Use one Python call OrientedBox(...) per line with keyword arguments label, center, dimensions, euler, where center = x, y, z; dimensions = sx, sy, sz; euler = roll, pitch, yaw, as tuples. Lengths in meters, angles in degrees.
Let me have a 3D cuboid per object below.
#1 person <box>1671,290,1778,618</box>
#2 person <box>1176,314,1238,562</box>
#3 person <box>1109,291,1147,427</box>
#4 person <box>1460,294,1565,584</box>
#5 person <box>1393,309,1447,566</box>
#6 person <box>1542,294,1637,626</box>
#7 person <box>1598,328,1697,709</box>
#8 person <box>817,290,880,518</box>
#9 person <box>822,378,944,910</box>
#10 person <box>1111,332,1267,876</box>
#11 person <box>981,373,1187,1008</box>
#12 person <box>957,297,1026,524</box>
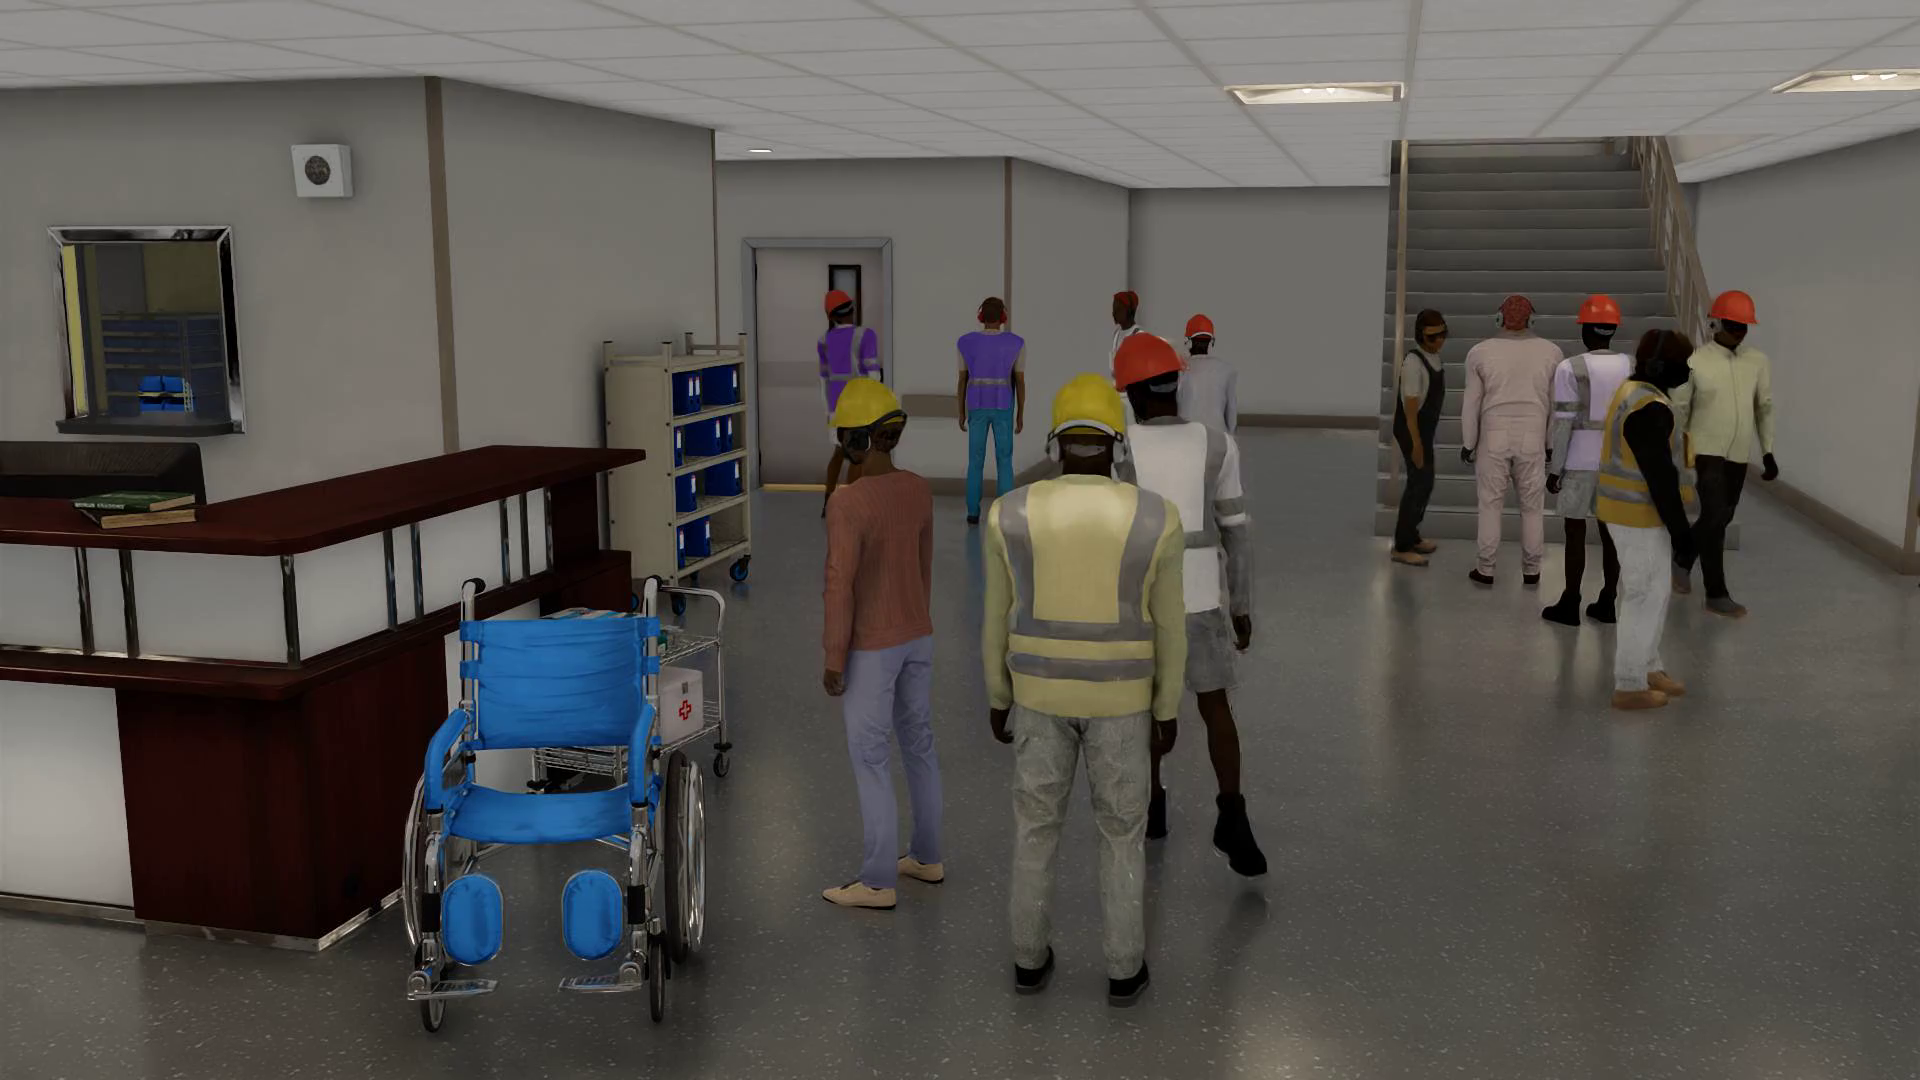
OrientedBox(label="person", center=(4.648, -0.561, 10.265), dimensions=(0.602, 1.958, 0.939), euler=(-2, 10, -12))
OrientedBox(label="person", center=(1.671, -0.706, 11.711), dimensions=(0.560, 1.752, 0.326), euler=(-2, 10, -12))
OrientedBox(label="person", center=(1.447, -1.175, 14.157), dimensions=(0.374, 1.872, 0.590), euler=(-2, 10, -14))
OrientedBox(label="person", center=(3.623, -0.657, 10.971), dimensions=(0.643, 1.910, 0.399), euler=(1, 10, 7))
OrientedBox(label="person", center=(3.228, -0.716, 11.632), dimensions=(0.394, 1.800, 0.696), euler=(5, 11, 29))
OrientedBox(label="person", center=(3.690, -0.463, 9.738), dimensions=(0.545, 1.938, 0.359), euler=(-2, 10, -12))
OrientedBox(label="person", center=(3.287, -0.102, 7.963), dimensions=(0.445, 1.822, 0.626), euler=(3, 10, 18))
OrientedBox(label="person", center=(-0.908, -1.070, 13.506), dimensions=(0.589, 1.887, 0.390), euler=(7, 12, 37))
OrientedBox(label="person", center=(-0.283, 0.340, 5.557), dimensions=(0.349, 1.758, 0.522), euler=(6, 12, 33))
OrientedBox(label="person", center=(0.755, 0.226, 5.858), dimensions=(0.578, 1.895, 0.859), euler=(-1, 10, -4))
OrientedBox(label="person", center=(0.357, 0.432, 4.825), dimensions=(0.595, 1.823, 0.403), euler=(2, 10, 12))
OrientedBox(label="person", center=(0.251, -1.034, 13.417), dimensions=(0.560, 1.836, 0.391), euler=(1, 10, 4))
